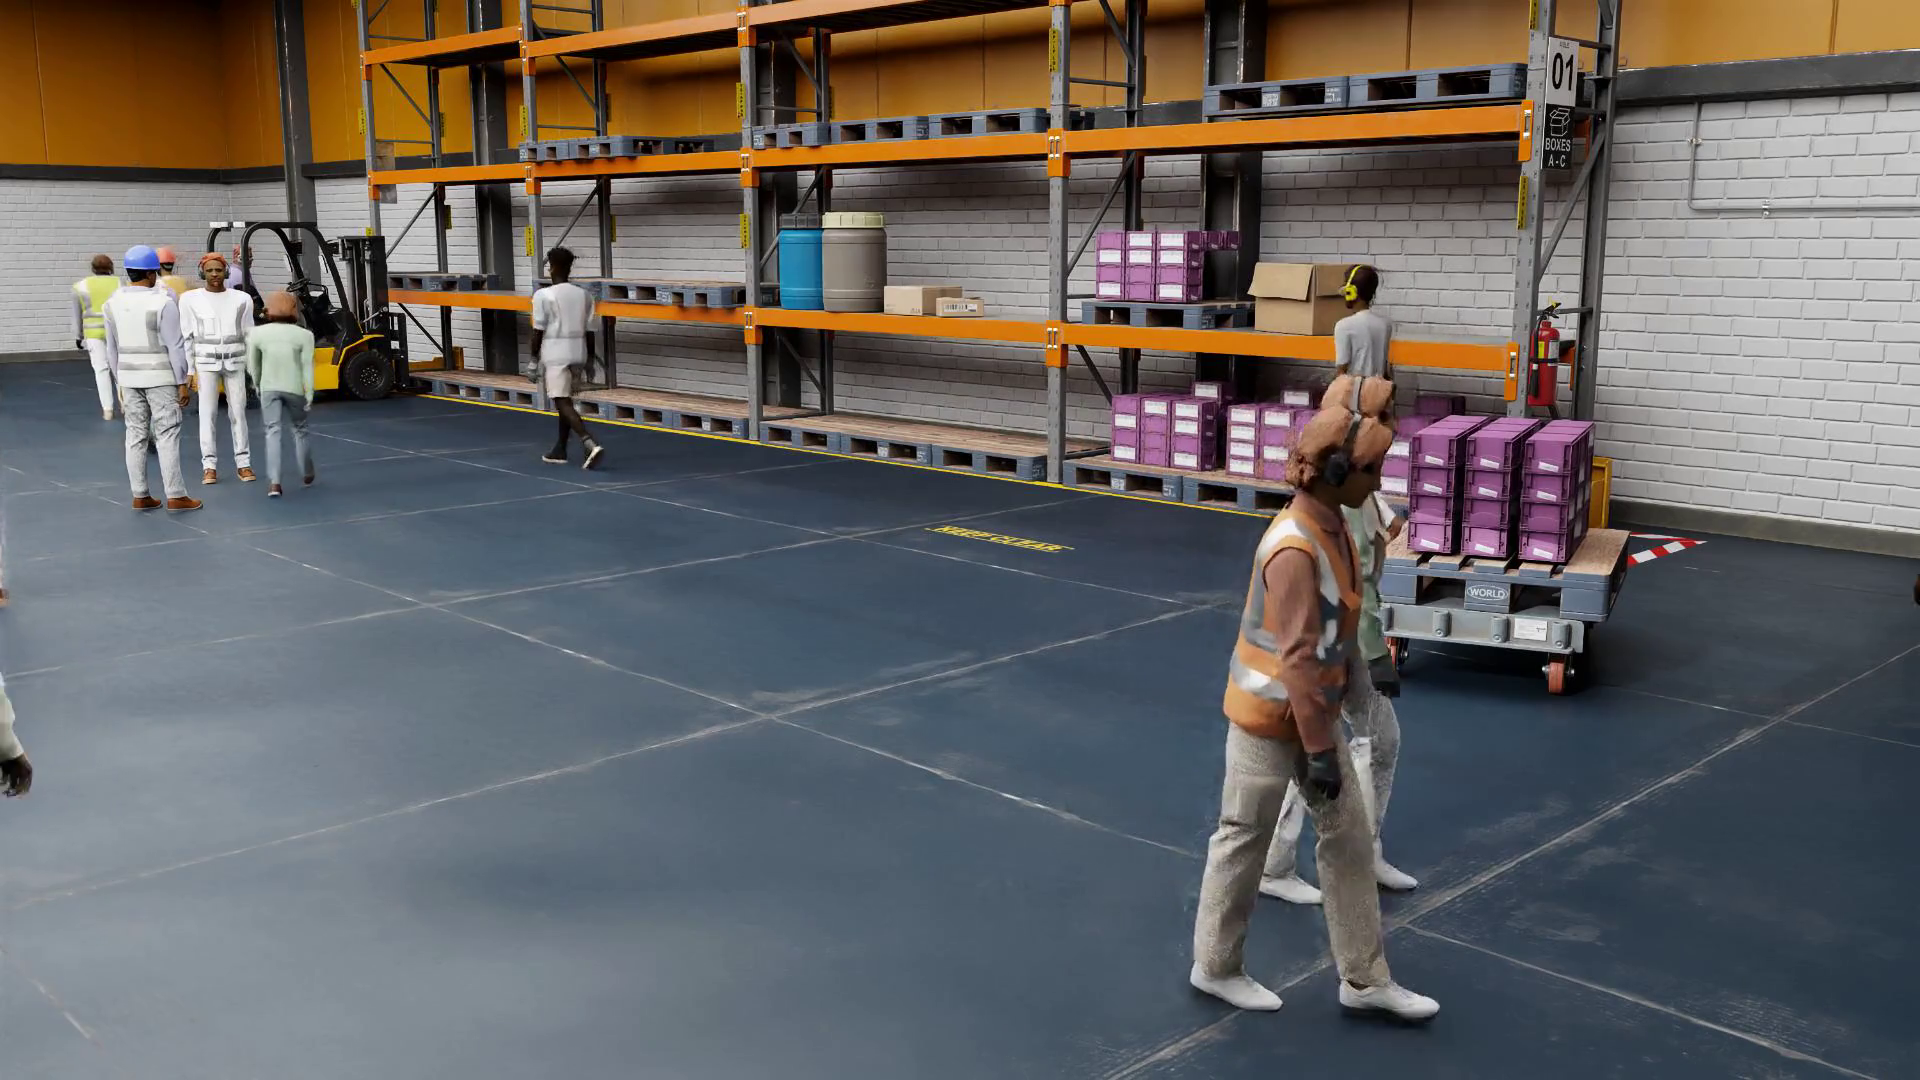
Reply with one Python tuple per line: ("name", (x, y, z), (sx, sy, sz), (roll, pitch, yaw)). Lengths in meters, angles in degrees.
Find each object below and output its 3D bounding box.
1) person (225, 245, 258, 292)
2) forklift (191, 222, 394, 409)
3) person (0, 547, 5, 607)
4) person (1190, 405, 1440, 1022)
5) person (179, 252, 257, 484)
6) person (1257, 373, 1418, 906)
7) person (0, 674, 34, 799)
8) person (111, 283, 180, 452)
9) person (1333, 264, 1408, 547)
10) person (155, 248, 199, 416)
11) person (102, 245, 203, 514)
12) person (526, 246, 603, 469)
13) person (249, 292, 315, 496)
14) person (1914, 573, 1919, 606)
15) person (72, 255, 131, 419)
("person", (-9.033, -2.769, 21.035), (0.404, 1.900, 0.639), (-5, 11, -25))
("forklift", (-8.169, -2.758, 20.163), (2.313, 2.155, 1.214), (-10, 14, -44))
("person", (-5.630, -0.604, 9.107), (1.013, 1.936, 0.649), (6, 12, 31))
("person", (0.915, 0.463, 4.175), (0.739, 1.599, 0.527), (5, 12, 26))
("person", (-6.057, -1.404, 13.632), (0.575, 1.883, 0.355), (-6, 12, -31))
("person", (1.177, 0.318, 4.964), (0.629, 1.618, 0.511), (4, 11, 19))
("person", (-2.276, 0.503, 3.610), (0.613, 1.747, 0.528), (2, 11, 9))
("person", (-7.633, -1.778, 15.631), (0.594, 1.902, 0.861), (-2, 11, -9))
("person", (2.527, -0.782, 10.343), (0.524, 1.852, 0.735), (-8, 13, -37))
("person", (-8.842, -2.330, 18.702), (1.013, 1.889, 0.550), (8, 13, 36))
("person", (-5.891, -1.157, 12.106), (0.605, 1.948, 0.384), (2, 11, 10))
("person", (-3.409, -1.588, 14.506), (0.924, 1.934, 0.607), (8, 13, 38))
("person", (-5.323, -1.156, 13.101), (0.504, 1.580, 0.884), (-3, 11, -14))
("person", (3.619, 0.027, 5.668), (0.638, 1.936, 0.670), (-8, 13, -36))
("person", (-9.532, -2.273, 18.583), (0.646, 1.793, 0.940), (-5, 11, -25))
